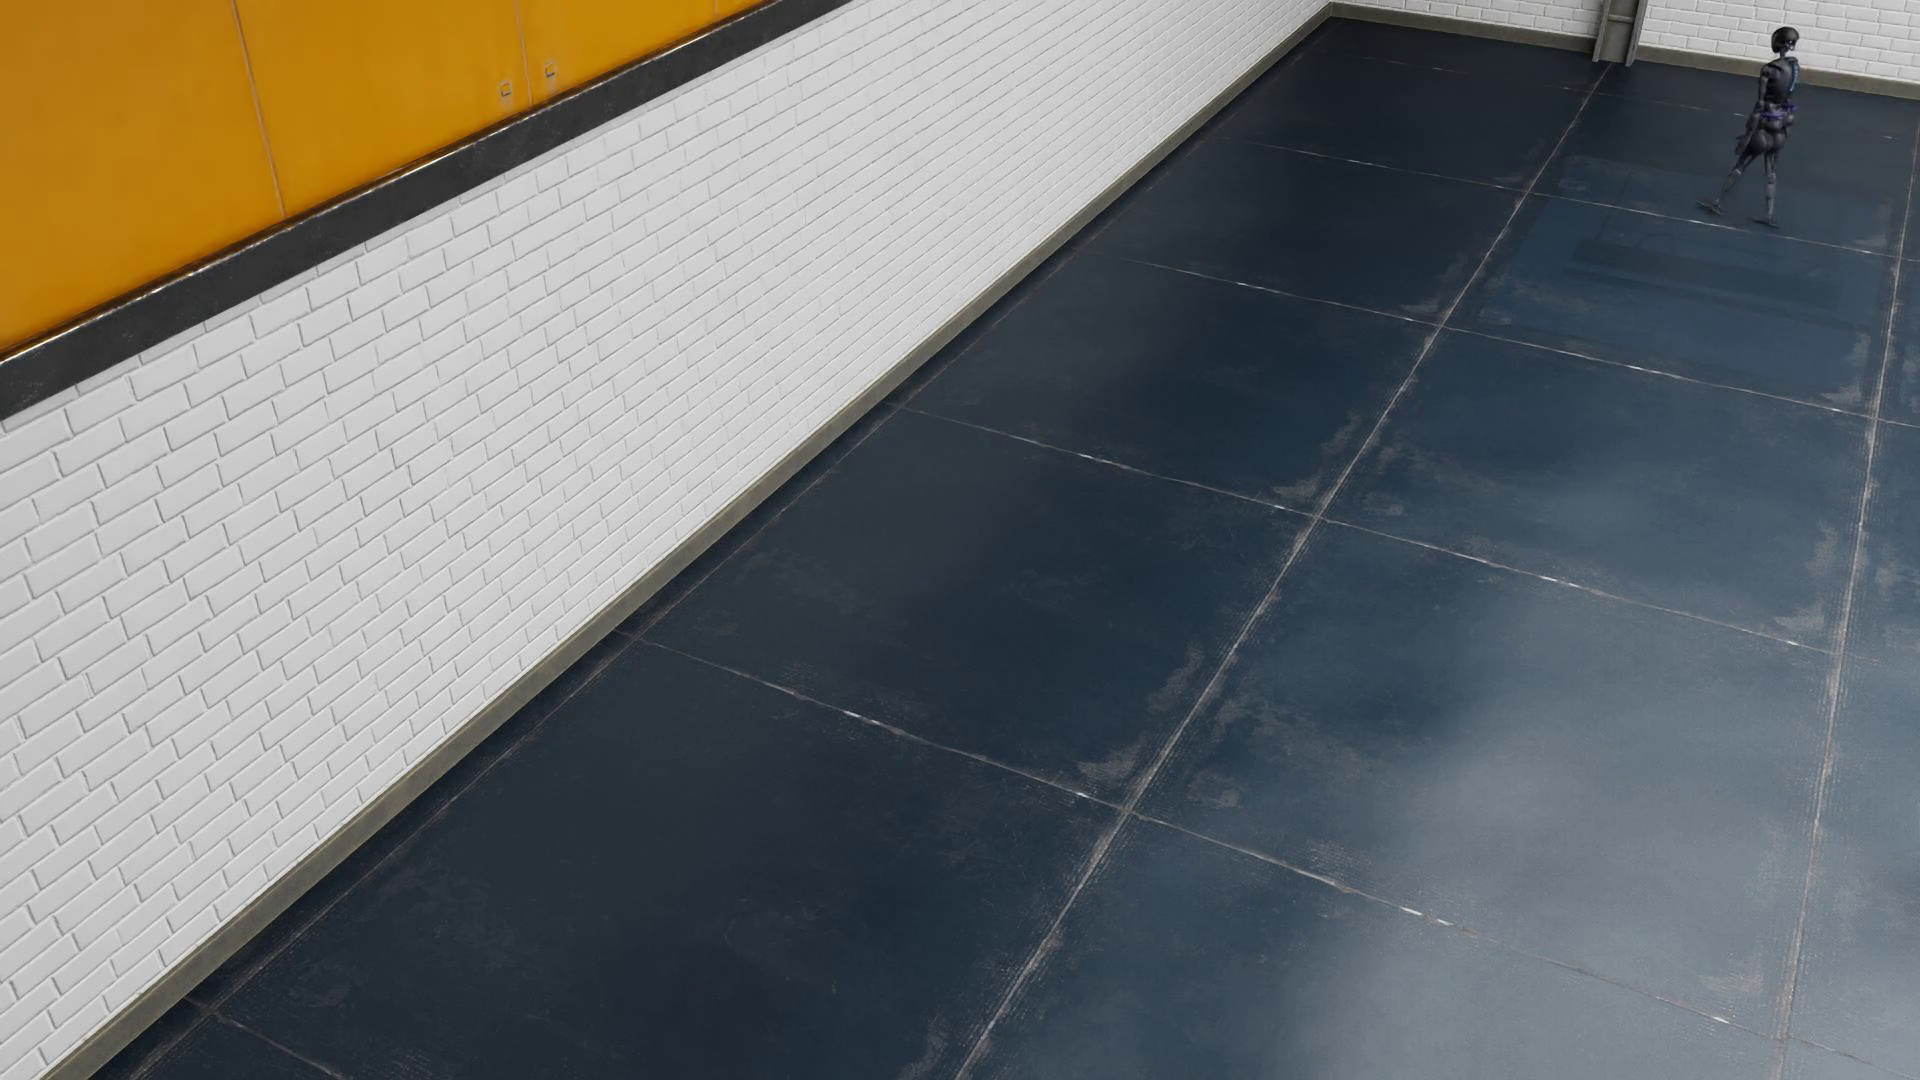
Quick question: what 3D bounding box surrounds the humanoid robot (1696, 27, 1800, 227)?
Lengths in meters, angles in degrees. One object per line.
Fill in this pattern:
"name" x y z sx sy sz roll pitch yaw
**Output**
"humanoid robot" 6.708 -3.467 13.891 0.609 1.630 0.690 -23 40 -31
